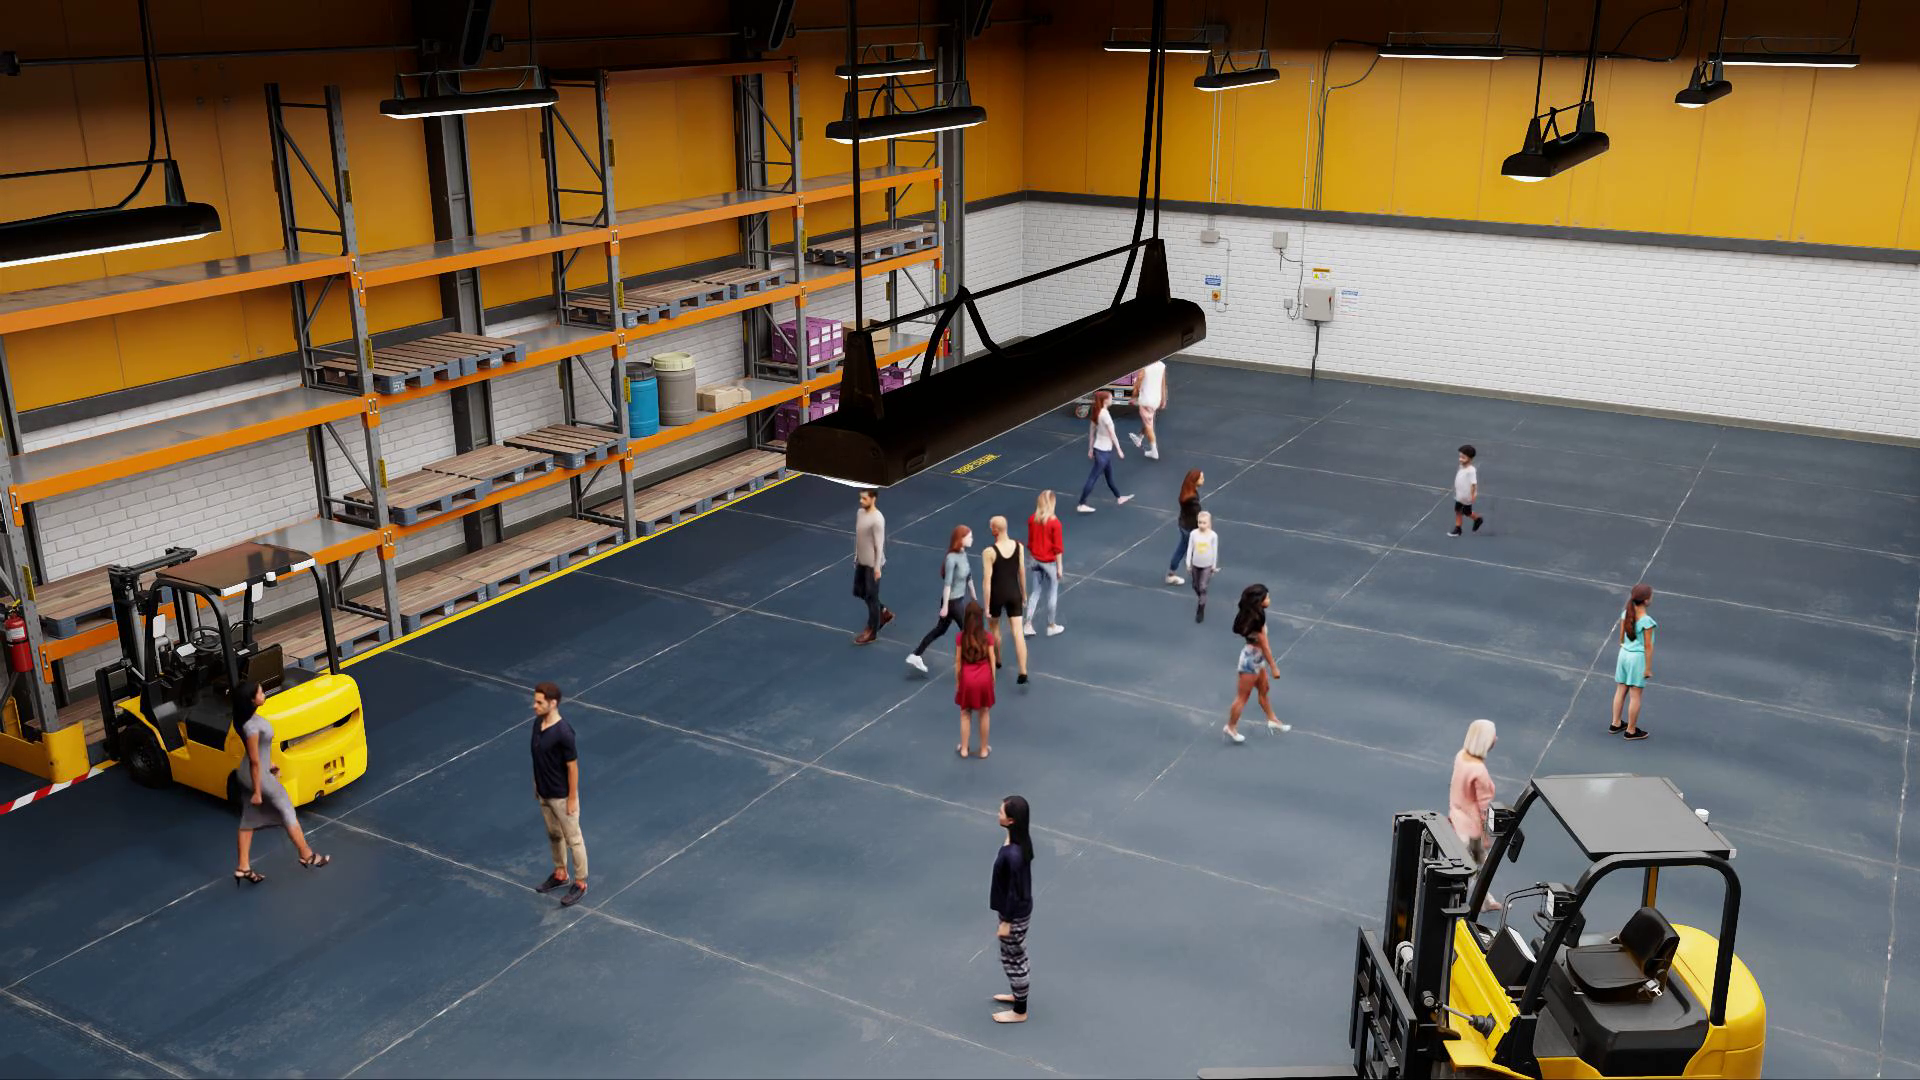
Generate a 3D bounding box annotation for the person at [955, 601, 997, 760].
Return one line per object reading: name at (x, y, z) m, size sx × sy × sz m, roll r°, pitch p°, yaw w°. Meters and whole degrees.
person at (0.149, 1.314, 15.622) m, size 0.663 × 1.554 × 0.725 m, roll 0°, pitch 19°, yaw 1°

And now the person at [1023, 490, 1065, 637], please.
person at (0.921, 0.266, 18.485) m, size 0.684 × 1.713 × 0.786 m, roll 14°, pitch 23°, yaw 36°

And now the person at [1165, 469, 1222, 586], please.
person at (2.689, -0.137, 20.096) m, size 0.937 × 1.448 × 0.951 m, roll -2°, pitch 19°, yaw -5°

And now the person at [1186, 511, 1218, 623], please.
person at (2.806, 0.268, 19.193) m, size 0.601 × 1.257 × 0.896 m, roll 6°, pitch 20°, yaw 17°

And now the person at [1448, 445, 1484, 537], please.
person at (6.703, -0.645, 21.925) m, size 0.799 × 1.244 × 0.707 m, roll -7°, pitch 20°, yaw -19°

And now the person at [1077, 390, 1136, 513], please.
person at (1.853, -1.167, 22.775) m, size 1.136 × 1.690 × 1.034 m, roll -6°, pitch 20°, yaw -18°

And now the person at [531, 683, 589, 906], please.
person at (-3.182, 1.982, 13.164) m, size 0.678 × 1.857 × 0.595 m, roll 15°, pitch 24°, yaw 38°

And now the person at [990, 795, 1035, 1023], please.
person at (0.385, 2.562, 11.633) m, size 0.734 × 1.734 × 0.585 m, roll 3°, pitch 19°, yaw 7°

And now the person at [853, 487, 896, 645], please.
person at (-0.914, 0.247, 18.327) m, size 0.929 × 1.850 × 0.854 m, roll -12°, pitch 22°, yaw -31°

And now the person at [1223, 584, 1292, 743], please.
person at (2.724, 1.209, 15.868) m, size 0.867 × 1.596 × 0.923 m, roll 1°, pitch 19°, yaw 2°

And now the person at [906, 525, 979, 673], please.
person at (-0.142, 0.677, 17.284) m, size 0.876 × 1.700 × 1.185 m, roll 4°, pitch 19°, yaw 12°

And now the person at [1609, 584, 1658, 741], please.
person at (6.513, 1.160, 16.075) m, size 0.691 × 1.557 × 0.647 m, roll -8°, pitch 20°, yaw -22°

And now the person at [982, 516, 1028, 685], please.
person at (0.498, 0.649, 17.252) m, size 1.194 × 1.775 × 1.198 m, roll -7°, pitch 20°, yaw -20°

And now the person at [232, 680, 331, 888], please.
person at (-5.723, 1.981, 13.326) m, size 1.030 × 1.755 × 0.800 m, roll -15°, pitch 23°, yaw -37°

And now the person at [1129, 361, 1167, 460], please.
person at (2.939, -2.096, 25.451) m, size 1.137 × 1.744 × 1.039 m, roll -11°, pitch 22°, yaw -30°
